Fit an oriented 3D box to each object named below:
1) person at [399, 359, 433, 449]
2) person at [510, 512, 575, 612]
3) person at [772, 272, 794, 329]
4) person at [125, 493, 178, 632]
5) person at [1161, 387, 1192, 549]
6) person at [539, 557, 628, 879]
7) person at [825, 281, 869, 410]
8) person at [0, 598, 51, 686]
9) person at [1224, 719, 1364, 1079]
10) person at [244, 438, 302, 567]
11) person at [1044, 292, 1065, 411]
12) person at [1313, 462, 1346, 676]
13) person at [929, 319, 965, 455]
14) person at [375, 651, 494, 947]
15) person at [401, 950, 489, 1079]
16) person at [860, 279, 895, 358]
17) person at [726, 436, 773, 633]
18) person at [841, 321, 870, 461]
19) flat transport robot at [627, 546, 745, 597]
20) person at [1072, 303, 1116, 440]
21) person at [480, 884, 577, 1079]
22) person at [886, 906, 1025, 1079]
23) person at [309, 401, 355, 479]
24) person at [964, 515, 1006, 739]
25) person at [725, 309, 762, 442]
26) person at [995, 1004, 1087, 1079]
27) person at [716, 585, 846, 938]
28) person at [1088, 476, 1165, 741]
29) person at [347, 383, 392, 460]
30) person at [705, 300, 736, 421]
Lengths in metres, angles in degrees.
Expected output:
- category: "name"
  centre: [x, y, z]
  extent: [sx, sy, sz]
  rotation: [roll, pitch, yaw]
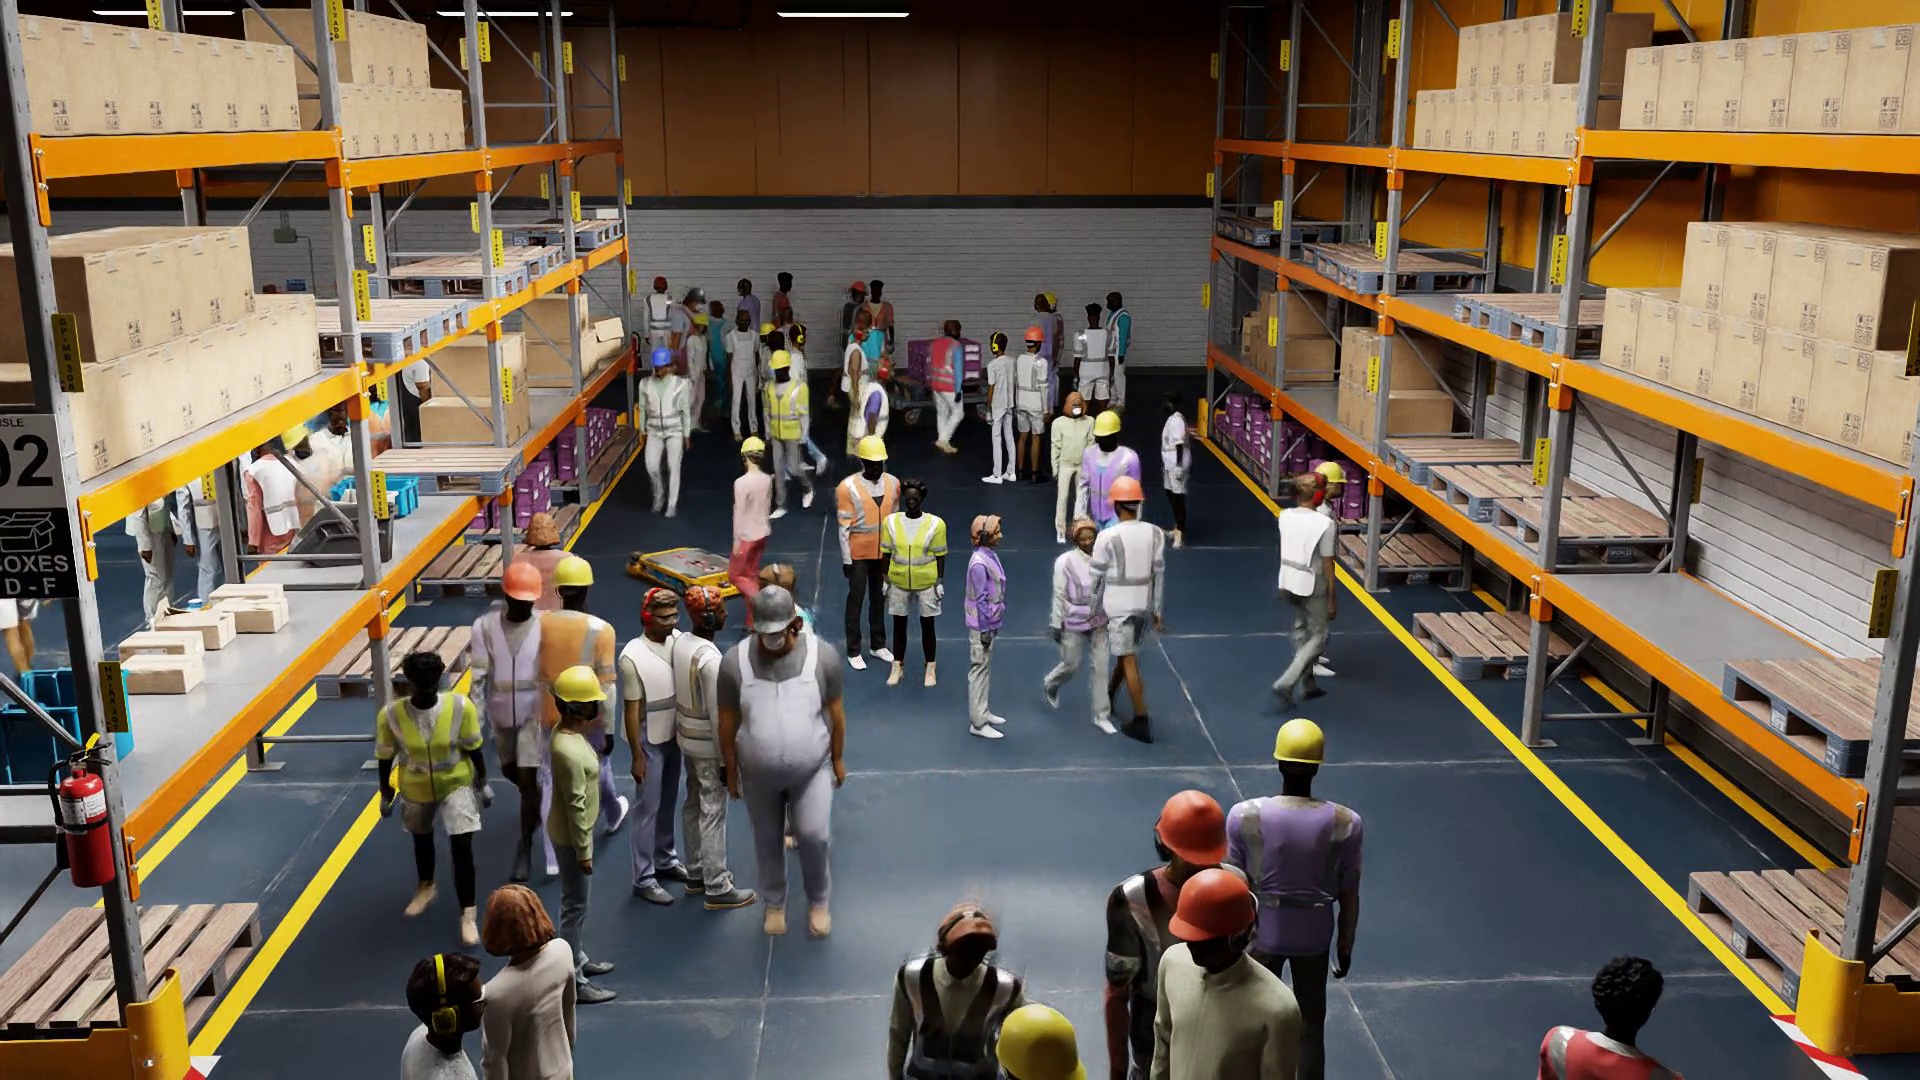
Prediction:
- category: "person"
  centre: [-6.527, -1.646, 20.179]
  extent: [0.536, 2.000, 0.683]
  rotation: [-12, 18, -39]
- category: "person"
  centre: [-3.013, 0.597, 12.183]
  extent: [0.503, 1.635, 0.277]
  rotation: [0, 14, -1]
- category: "person"
  centre: [-2.893, -3.422, 27.321]
  extent: [0.373, 1.957, 0.606]
  rotation: [-4, 15, -16]
- category: "person"
  centre: [-6.874, -0.048, 14.180]
  extent: [0.409, 1.906, 0.605]
  rotation: [-1, 14, -5]
- category: "person"
  centre: [2.269, -0.754, 17.445]
  extent: [0.318, 1.661, 0.630]
  rotation: [0, 14, 0]
- category: "person"
  centre: [-2.319, 1.031, 10.037]
  extent: [0.580, 1.863, 1.009]
  rotation: [2, 14, 7]
- category: "person"
  centre: [-1.657, -2.983, 25.597]
  extent: [1.098, 1.981, 0.625]
  rotation: [-11, 18, -37]
- category: "person"
  centre: [-7.252, 0.327, 12.728]
  extent: [0.557, 1.903, 0.945]
  rotation: [-13, 19, -41]
- category: "person"
  centre: [1.434, 1.706, 7.269]
  extent: [0.584, 1.919, 0.388]
  rotation: [1, 14, 5]
- category: "person"
  centre: [-5.861, -0.064, 14.249]
  extent: [0.415, 1.907, 0.593]
  rotation: [4, 15, 14]
- category: "person"
  centre: [1.393, -2.883, 25.472]
  extent: [0.406, 1.822, 0.595]
  rotation: [-2, 14, -9]
- category: "person"
  centre: [2.929, 0.223, 13.437]
  extent: [0.310, 1.742, 0.489]
  rotation: [1, 14, 5]
- category: "person"
  centre: [-0.165, -2.020, 22.110]
  extent: [0.453, 1.819, 0.637]
  rotation: [-13, 19, -42]
- category: "person"
  centre: [-2.864, 1.377, 9.067]
  extent: [0.607, 1.647, 0.821]
  rotation: [-3, 15, -12]
- category: "person"
  centre: [-1.611, 2.200, 5.422]
  extent: [0.328, 1.872, 0.513]
  rotation: [-7, 16, -27]
- category: "person"
  centre: [-1.325, -3.121, 26.144]
  extent: [0.623, 1.952, 0.403]
  rotation: [-3, 15, -10]
- category: "person"
  centre: [-1.790, -0.024, 14.441]
  extent: [0.425, 1.728, 0.562]
  rotation: [7, 16, 24]
- category: "person"
  centre: [-1.344, -1.944, 21.755]
  extent: [0.421, 1.842, 0.587]
  rotation: [-1, 14, -5]
- category: "flat transport robot"
  centre: [-2.589, 0.299, 16.073]
  extent: [0.652, 0.197, 1.431]
  rotation: [-11, 18, -38]
- category: "person"
  centre: [1.828, -2.260, 22.736]
  extent: [0.606, 1.967, 0.367]
  rotation: [-2, 14, -10]
- category: "person"
  centre: [-1.634, 2.085, 6.363]
  extent: [0.278, 1.629, 0.504]
  rotation: [6, 15, 22]
- category: "person"
  centre: [-0.027, 2.123, 6.213]
  extent: [0.542, 1.610, 0.563]
  rotation: [2, 14, 7]
- category: "person"
  centre: [-5.720, -0.371, 15.431]
  extent: [0.588, 1.914, 0.392]
  rotation: [-10, 18, -35]
- category: "person"
  centre: [0.183, 0.616, 12.100]
  extent: [0.307, 1.641, 0.514]
  rotation: [1, 14, 5]
- category: "person"
  centre: [-3.005, -2.288, 23.109]
  extent: [0.504, 1.840, 0.341]
  rotation: [-7, 16, -25]
- category: "person"
  centre: [0.238, 2.279, 5.086]
  extent: [0.933, 1.876, 0.601]
  rotation: [13, 20, 42]
- category: "person"
  centre: [-0.970, 1.197, 9.019]
  extent: [0.698, 2.000, 0.557]
  rotation: [-1, 14, -2]
- category: "person"
  centre: [1.158, 0.461, 12.199]
  extent: [0.572, 1.885, 0.966]
  rotation: [-8, 16, -29]
- category: "person"
  centre: [-6.021, -0.822, 17.195]
  extent: [0.373, 1.914, 0.596]
  rotation: [11, 18, 37]
- category: "person"
  centre: [-3.517, -2.640, 24.552]
  extent: [0.538, 1.806, 0.741]
  rotation: [5, 15, 19]
